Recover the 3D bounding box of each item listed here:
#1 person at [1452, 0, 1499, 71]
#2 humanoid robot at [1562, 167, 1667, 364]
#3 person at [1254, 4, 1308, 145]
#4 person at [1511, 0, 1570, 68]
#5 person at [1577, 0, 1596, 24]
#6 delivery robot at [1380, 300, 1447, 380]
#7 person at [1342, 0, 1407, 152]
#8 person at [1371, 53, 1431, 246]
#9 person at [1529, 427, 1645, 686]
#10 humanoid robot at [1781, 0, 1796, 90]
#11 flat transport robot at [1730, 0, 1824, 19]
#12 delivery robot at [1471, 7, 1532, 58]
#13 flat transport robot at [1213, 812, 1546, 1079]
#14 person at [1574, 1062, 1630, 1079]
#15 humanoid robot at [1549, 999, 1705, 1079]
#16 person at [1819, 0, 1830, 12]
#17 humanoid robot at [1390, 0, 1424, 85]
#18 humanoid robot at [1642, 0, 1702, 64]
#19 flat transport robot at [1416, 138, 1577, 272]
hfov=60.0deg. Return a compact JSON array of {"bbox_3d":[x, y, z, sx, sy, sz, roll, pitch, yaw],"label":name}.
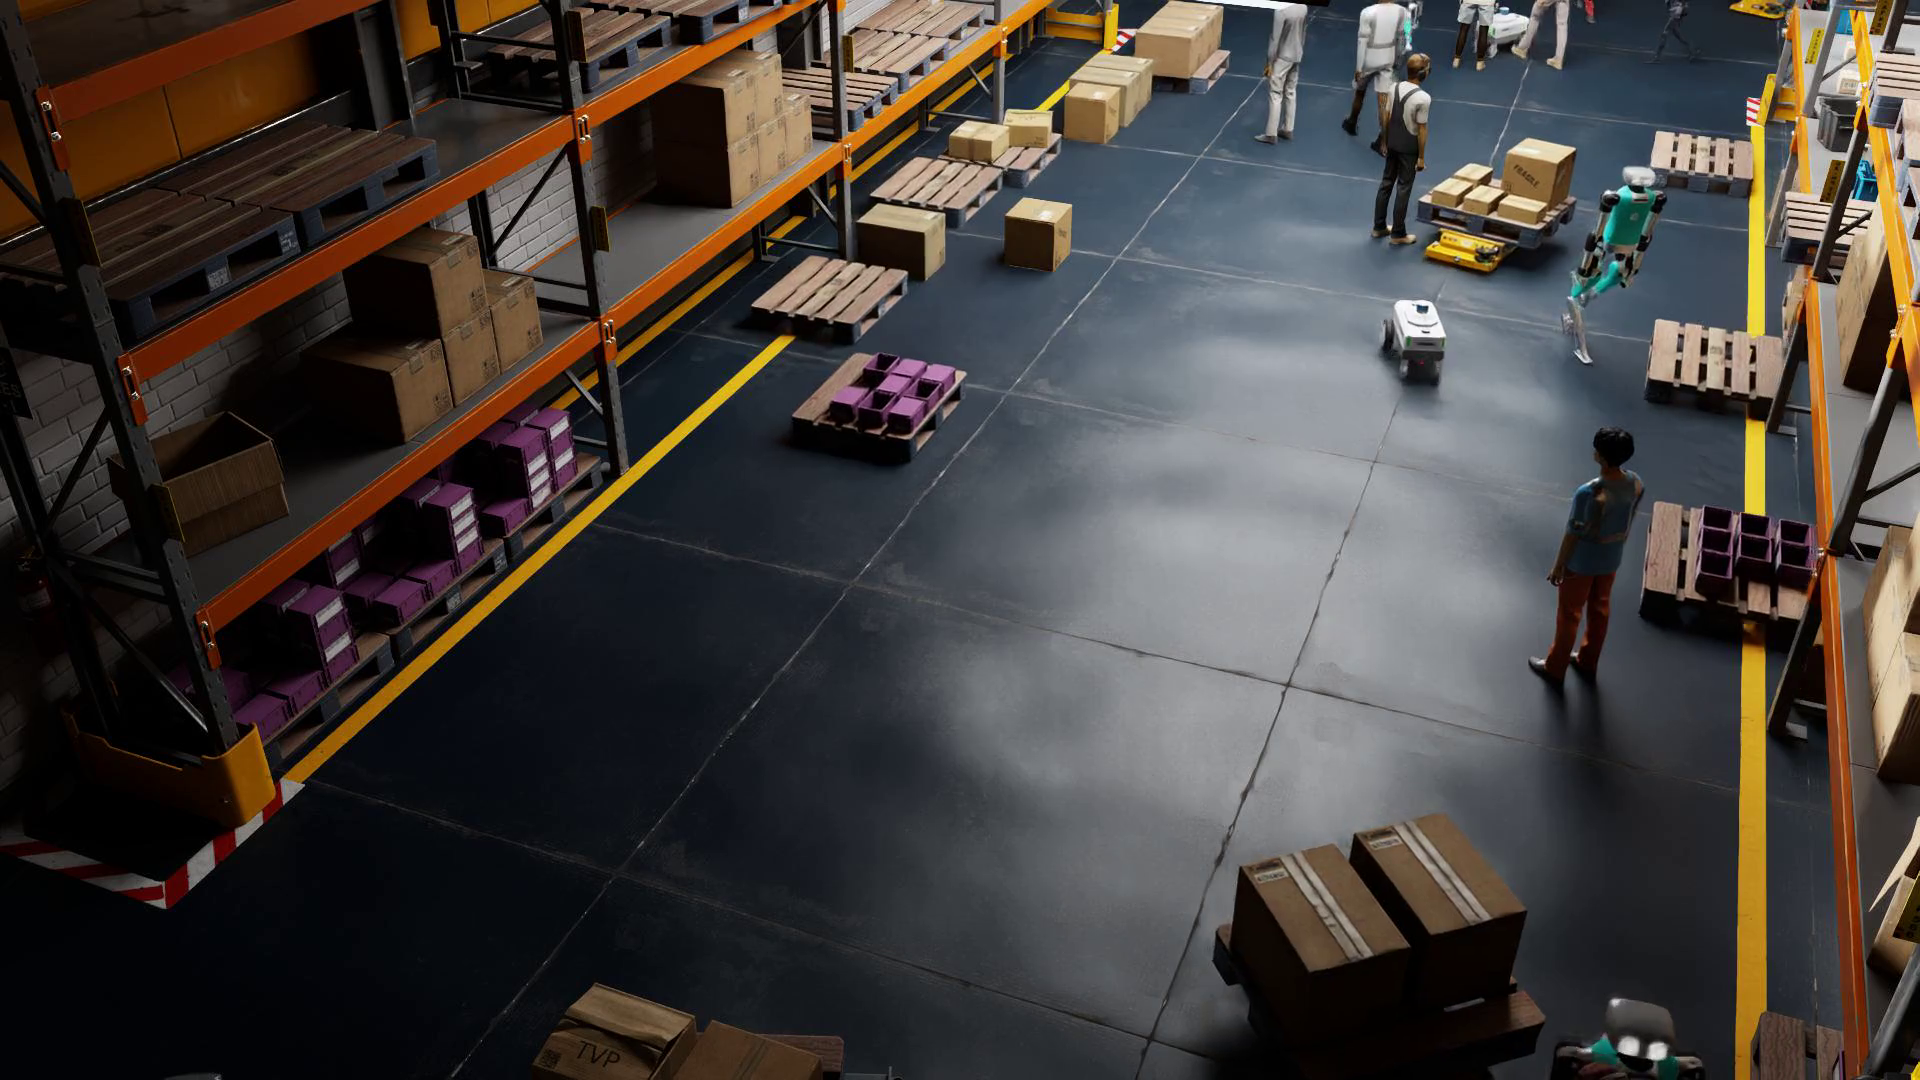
[{"bbox_3d":[6.448,-6.697,20.647,0.531,1.691,0.322,17,36,24],"label":"person"},{"bbox_3d":[5.326,-2.342,13.913,0.556,1.830,0.894,-3,33,-5],"label":"humanoid robot"},{"bbox_3d":[3.588,-5.293,18.290,0.545,1.892,0.412,-23,39,-31],"label":"person"},{"bbox_3d":[7.433,-6.873,20.880,0.469,1.719,0.846,-11,34,-16],"label":"person"},{"bbox_3d":[8.641,-7.949,22.539,0.517,1.746,0.657,-5,33,-7],"label":"person"},{"bbox_3d":[3.856,-1.732,14.025,0.499,0.612,0.796,2,33,3],"label":"delivery robot"},{"bbox_3d":[4.585,-5.271,18.265,0.563,1.885,1.008,-5,33,-8],"label":"person"},{"bbox_3d":[4.249,-3.734,15.919,0.327,1.842,0.513,-19,37,-27],"label":"person"},{"bbox_3d":[3.807,0.110,10.052,0.493,1.761,0.330,-11,35,-17],"label":"person"},{"bbox_3d":[10.052,-6.126,19.781,0.779,1.852,0.540,16,36,23],"label":"humanoid robot"},{"bbox_3d":[11.472,-7.570,23.308,1.431,0.231,0.659,-25,40,-33],"label":"flat transport robot"},{"bbox_3d":[7.004,-6.578,21.504,0.793,0.590,0.499,-20,38,-28],"label":"delivery robot"},{"bbox_3d":[1.960,2.308,8.020,0.659,0.231,1.431,-10,34,-15],"label":"flat transport robot"},{"bbox_3d":[2.141,2.632,6.038,0.683,1.877,0.777,-1,33,-1],"label":"person"},{"bbox_3d":[2.460,2.337,6.666,0.532,1.826,0.760,3,33,4],"label":"humanoid robot"},{"bbox_3d":[10.965,-6.780,20.609,0.527,1.870,0.390,-5,33,-7],"label":"person"},{"bbox_3d":[5.277,-6.249,19.938,0.549,1.751,1.030,5,33,8],"label":"humanoid robot"},{"bbox_3d":[9.071,-6.761,20.787,0.710,1.629,0.599,4,33,6],"label":"humanoid robot"},{"bbox_3d":[5.150,-2.988,16.216,0.659,0.231,1.431,23,39,31],"label":"flat transport robot"}]
